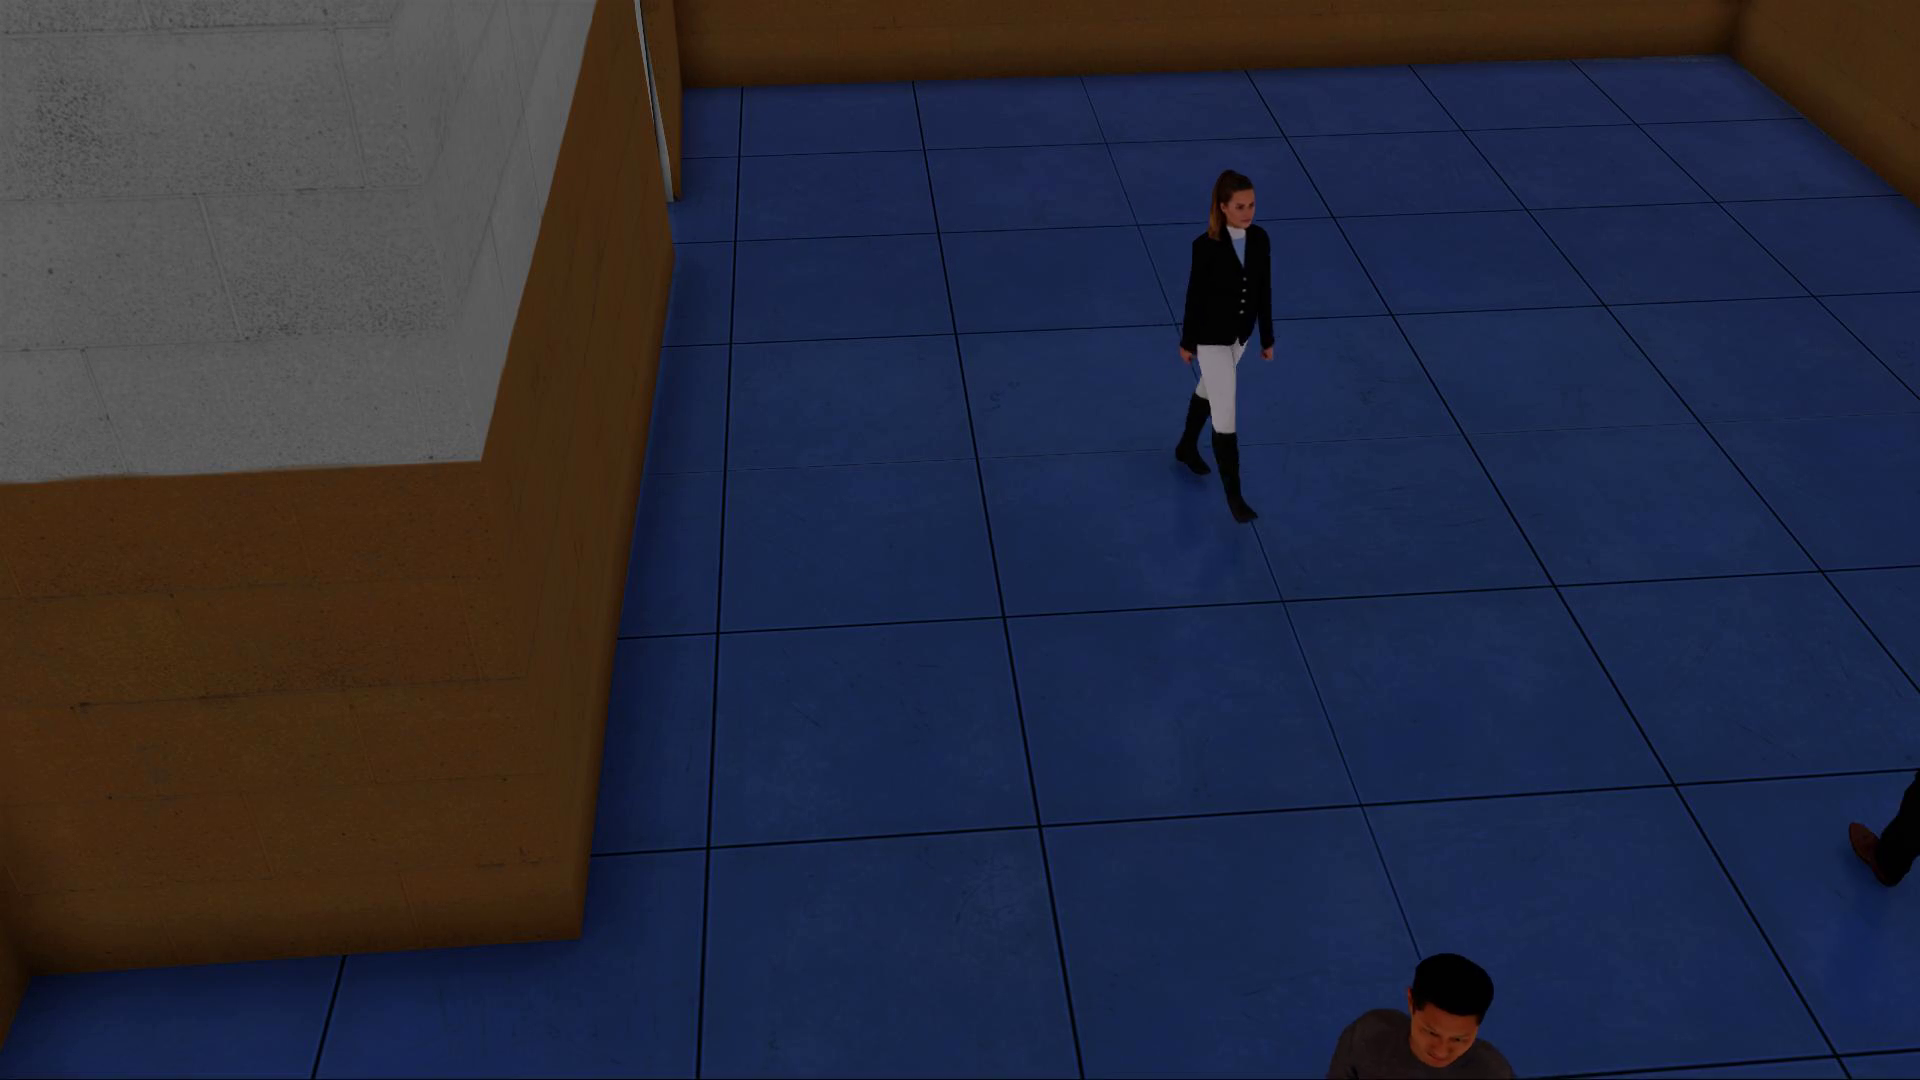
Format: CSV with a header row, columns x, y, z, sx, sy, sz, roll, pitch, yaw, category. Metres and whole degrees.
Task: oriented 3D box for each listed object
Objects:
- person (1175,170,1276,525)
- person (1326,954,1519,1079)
x,y,z,sx,sy,sz,roll,pitch,yaw,category
1.242,-1.006,8.189,1.083,1.697,0.902,-16,40,-20,person
1.229,1.704,4.558,1.037,1.739,0.998,28,45,32,person
